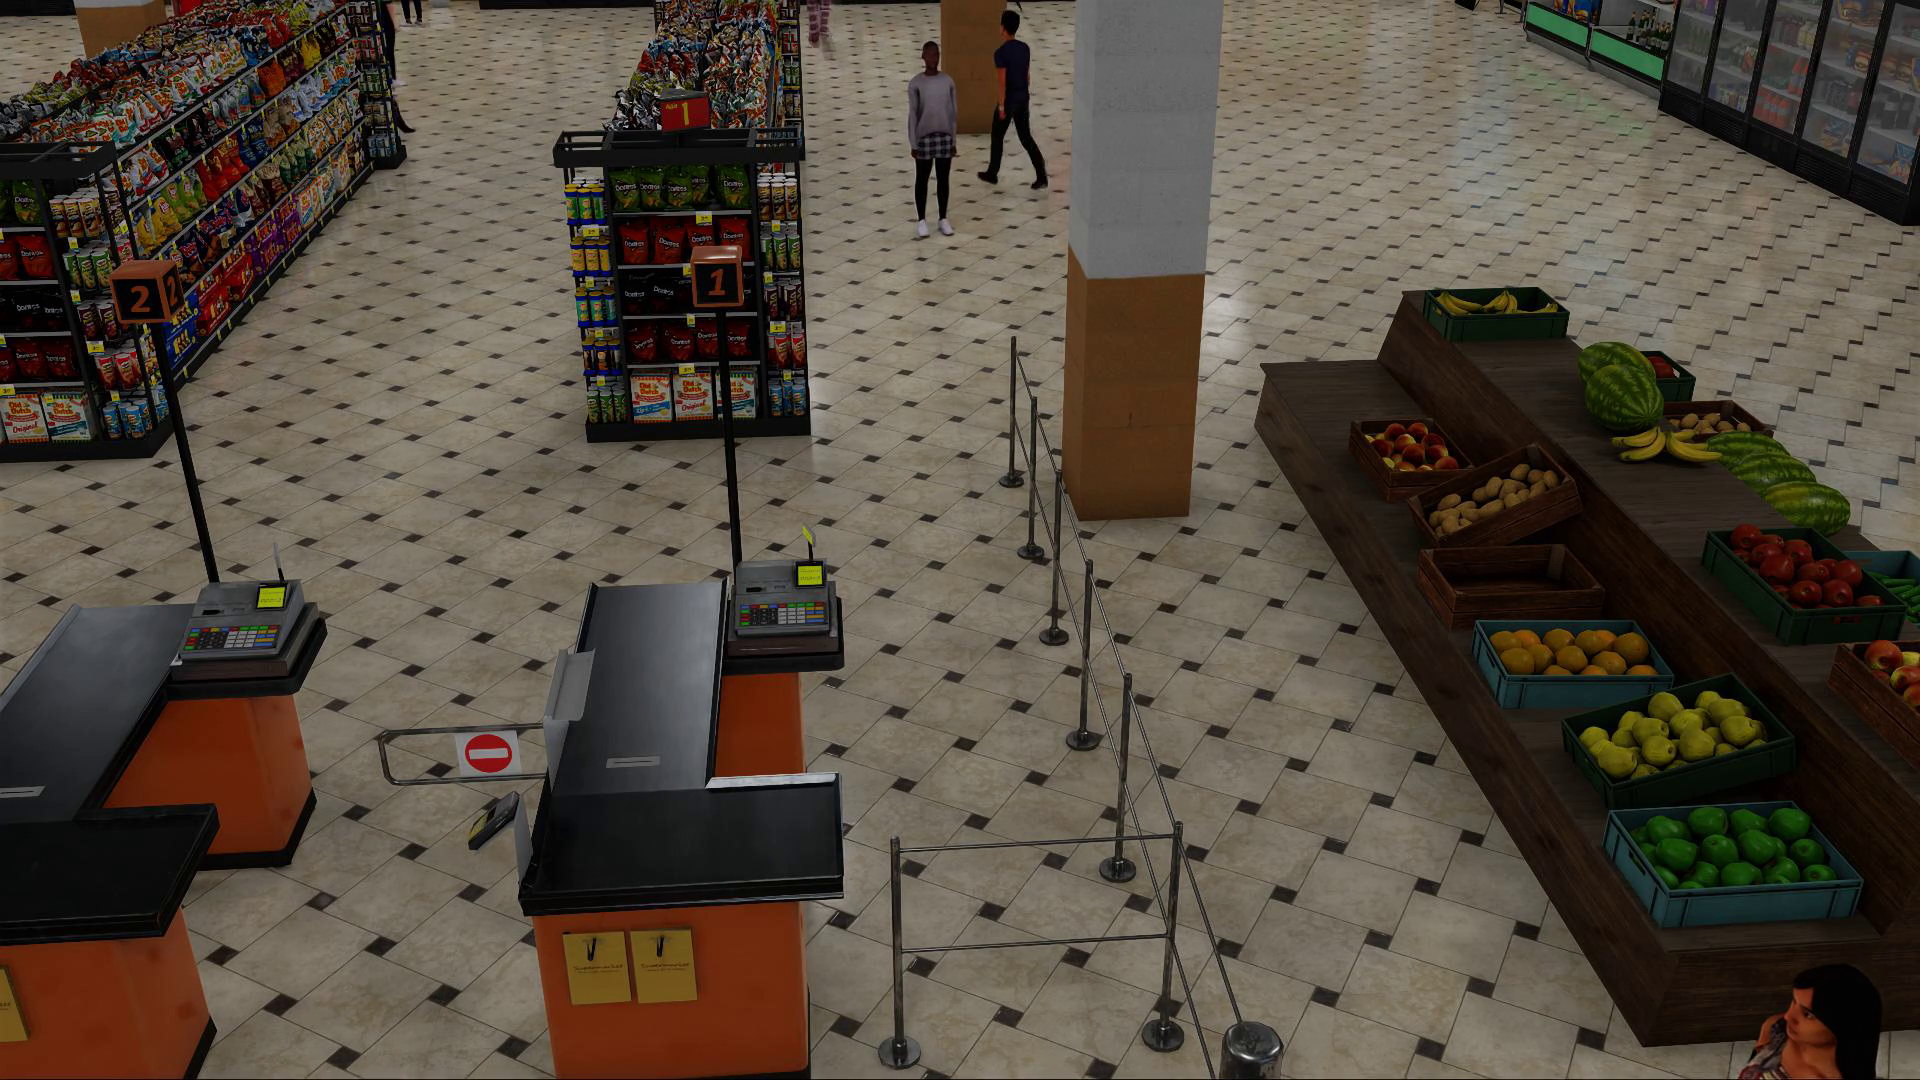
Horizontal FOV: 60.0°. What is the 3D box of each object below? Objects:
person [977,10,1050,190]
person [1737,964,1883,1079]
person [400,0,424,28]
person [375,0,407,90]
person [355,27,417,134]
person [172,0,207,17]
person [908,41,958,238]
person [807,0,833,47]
[{"bbox_3d":[0.605,-4.347,16.673,1.107,1.749,1.263,-21,33,-35],"label":"person"},{"bbox_3d":[2.271,1.829,4.611,0.738,1.645,0.507,-6,27,-11],"label":"person"},{"bbox_3d":[-8.468,-8.687,25.365,0.699,1.629,0.653,24,35,39],"label":"person"},{"bbox_3d":[-7.436,-6.627,21.291,0.672,1.638,0.670,5,27,10],"label":"person"},{"bbox_3d":[-6.719,-5.302,18.773,0.789,1.552,0.989,-8,28,-15],"label":"person"},{"bbox_3d":[-9.481,-6.357,20.642,0.612,1.744,0.555,-8,28,-15],"label":"person"},{"bbox_3d":[-0.255,-3.711,15.395,0.655,1.771,0.599,-8,28,-16],"label":"person"},{"bbox_3d":[-2.014,-7.895,23.742,0.632,1.684,0.866,-4,27,-7],"label":"person"}]
